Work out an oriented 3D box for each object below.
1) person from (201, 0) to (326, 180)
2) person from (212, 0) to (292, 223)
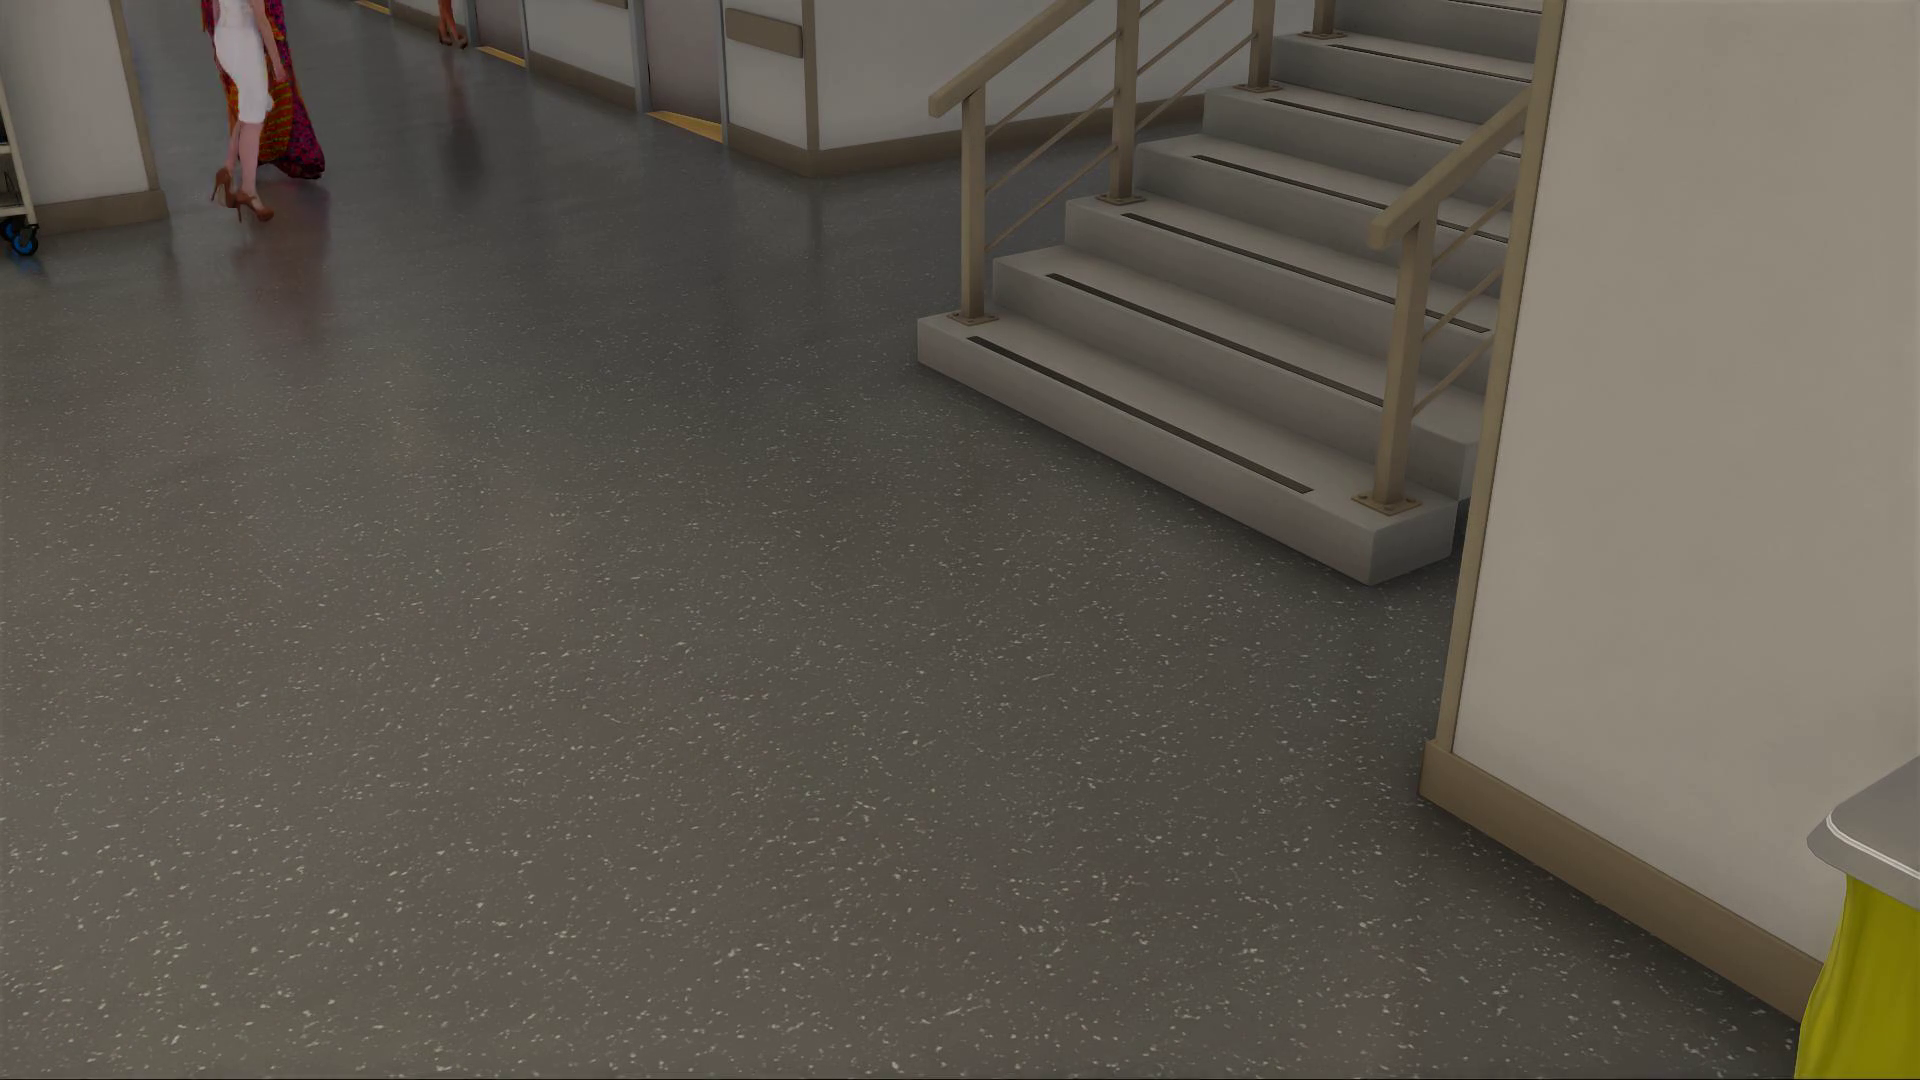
[{"bbox_3d":[-4.294,-3.028,10.018,1.092,1.655,0.806,-23,34,-39],"label":"person"},{"bbox_3d":[-3.911,-2.537,8.858,0.709,1.778,0.766,18,31,33],"label":"person"}]
